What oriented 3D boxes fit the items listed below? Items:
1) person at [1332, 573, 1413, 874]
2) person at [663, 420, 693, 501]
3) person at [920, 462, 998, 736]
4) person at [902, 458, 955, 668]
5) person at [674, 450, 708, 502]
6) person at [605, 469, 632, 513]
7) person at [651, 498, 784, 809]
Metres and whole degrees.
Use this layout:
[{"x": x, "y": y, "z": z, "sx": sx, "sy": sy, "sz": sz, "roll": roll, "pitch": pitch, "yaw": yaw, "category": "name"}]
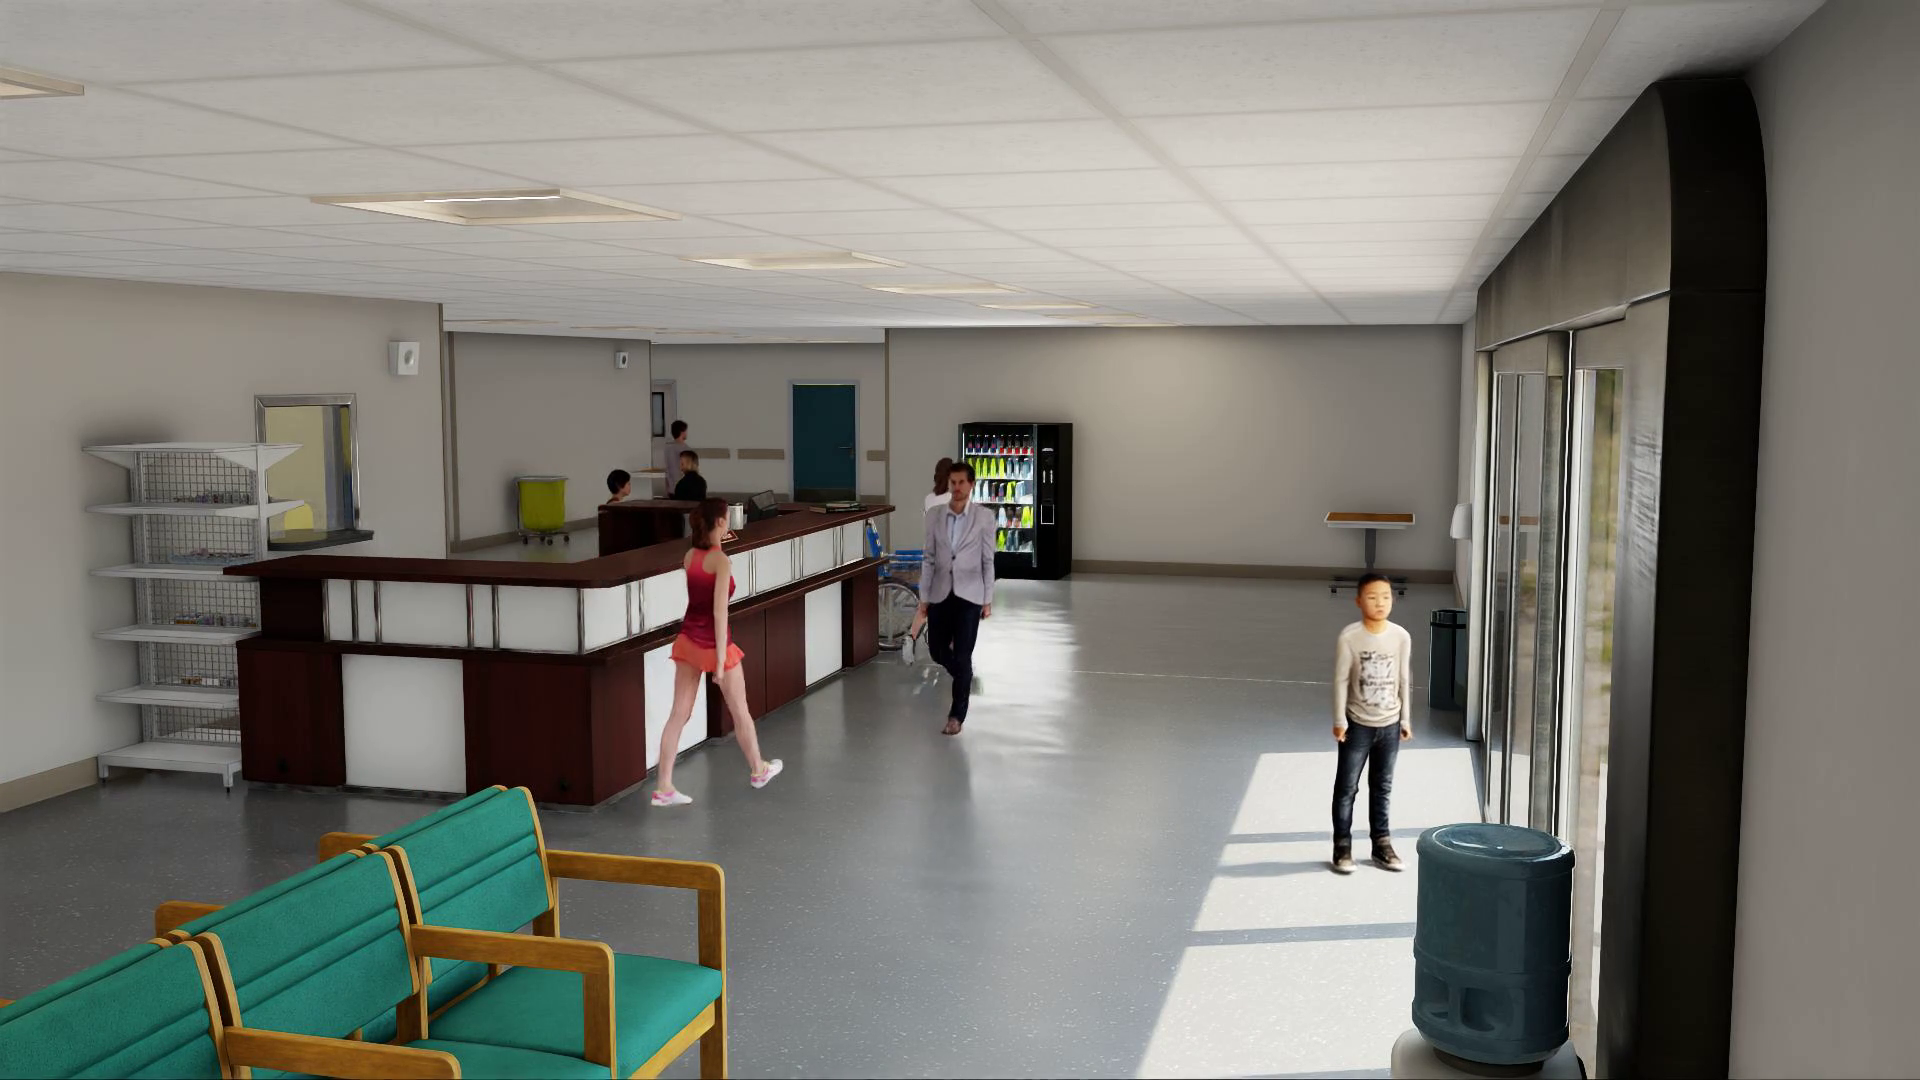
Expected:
[{"x": 2.020, "y": 0.886, "z": 8.189, "sx": 0.565, "sy": 1.464, "sz": 0.679, "roll": -1, "pitch": 6, "yaw": -10, "category": "person"}, {"x": -3.589, "y": -0.576, "z": 20.942, "sx": 1.094, "sy": 1.821, "sz": 1.024, "roll": 5, "pitch": 8, "yaw": 42, "category": "person"}, {"x": 0.011, "y": 0.386, "z": 11.345, "sx": 0.931, "sy": 1.828, "sz": 0.784, "roll": 2, "pitch": 6, "yaw": 22, "category": "person"}, {"x": -0.181, "y": 0.223, "z": 13.484, "sx": 1.016, "sy": 1.725, "sz": 0.833, "roll": 4, "pitch": 7, "yaw": 31, "category": "person"}, {"x": -2.613, "y": -0.060, "z": 16.628, "sx": 0.768, "sy": 1.657, "sz": 0.658, "roll": 2, "pitch": 6, "yaw": 22, "category": "person"}, {"x": -3.255, "y": 0.138, "z": 15.373, "sx": 1.071, "sy": 1.515, "sz": 0.809, "roll": -1, "pitch": 6, "yaw": -7, "category": "person"}, {"x": -1.477, "y": 0.660, "z": 9.274, "sx": 1.146, "sy": 1.698, "sz": 0.884, "roll": 4, "pitch": 7, "yaw": 37, "category": "person"}]
